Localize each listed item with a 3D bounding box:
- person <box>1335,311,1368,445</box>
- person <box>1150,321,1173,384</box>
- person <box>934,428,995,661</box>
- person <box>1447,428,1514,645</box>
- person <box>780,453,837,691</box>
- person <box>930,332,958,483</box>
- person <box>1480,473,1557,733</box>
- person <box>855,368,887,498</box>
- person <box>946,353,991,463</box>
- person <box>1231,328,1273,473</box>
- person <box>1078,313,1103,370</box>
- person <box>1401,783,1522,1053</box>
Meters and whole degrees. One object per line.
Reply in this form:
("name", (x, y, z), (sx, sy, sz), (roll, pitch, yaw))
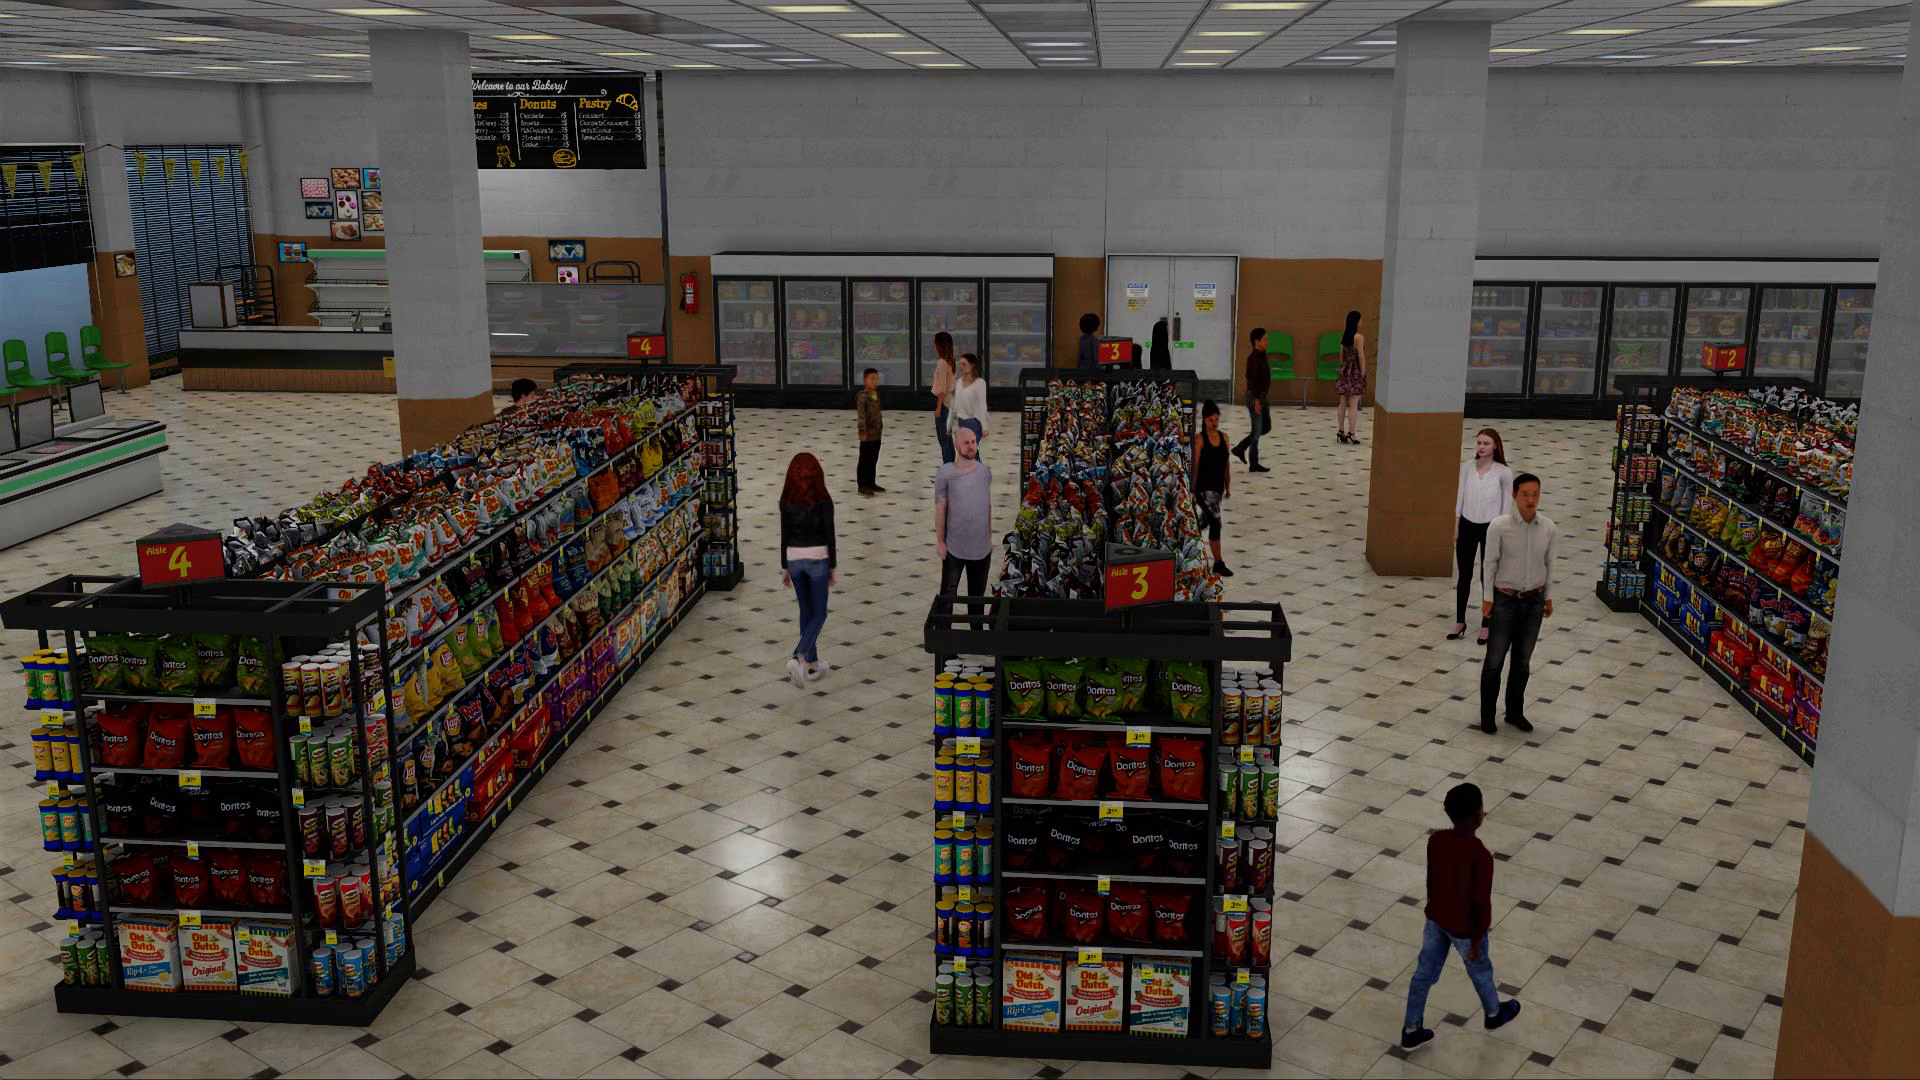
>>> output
("person", (5.245, -2.180, 22.266), (0.860, 1.774, 0.784), (-8, 16, -29))
("person", (2.696, -2.153, 22.496), (0.641, 1.615, 0.511), (1, 14, 4))
("person", (0.044, 0.019, 13.064), (0.758, 1.838, 0.785), (-8, 16, -30))
("person", (4.213, -0.037, 13.467), (0.665, 1.759, 0.677), (10, 17, 36))
("person", (-1.146, 0.254, 12.238), (0.727, 1.772, 1.114), (4, 14, 16))
("person", (-0.178, -1.580, 19.757), (0.689, 1.792, 0.511), (4, 14, 15))
("person", (3.830, 0.422, 11.462), (0.684, 1.811, 0.588), (-1, 14, -2))
("person", (-1.046, -1.252, 19.122), (0.719, 1.453, 0.620), (7, 15, 27))
("person", (0.180, -1.250, 18.652), (0.997, 1.671, 0.930), (-12, 18, -41))
("person", (3.544, -1.698, 20.291), (0.853, 1.769, 0.805), (6, 15, 24))
("person", (1.754, -2.215, 22.547), (0.728, 1.710, 0.634), (-8, 16, -30))
("person", (2.155, 1.716, 7.390), (0.903, 1.215, 0.864), (-10, 17, -35))
